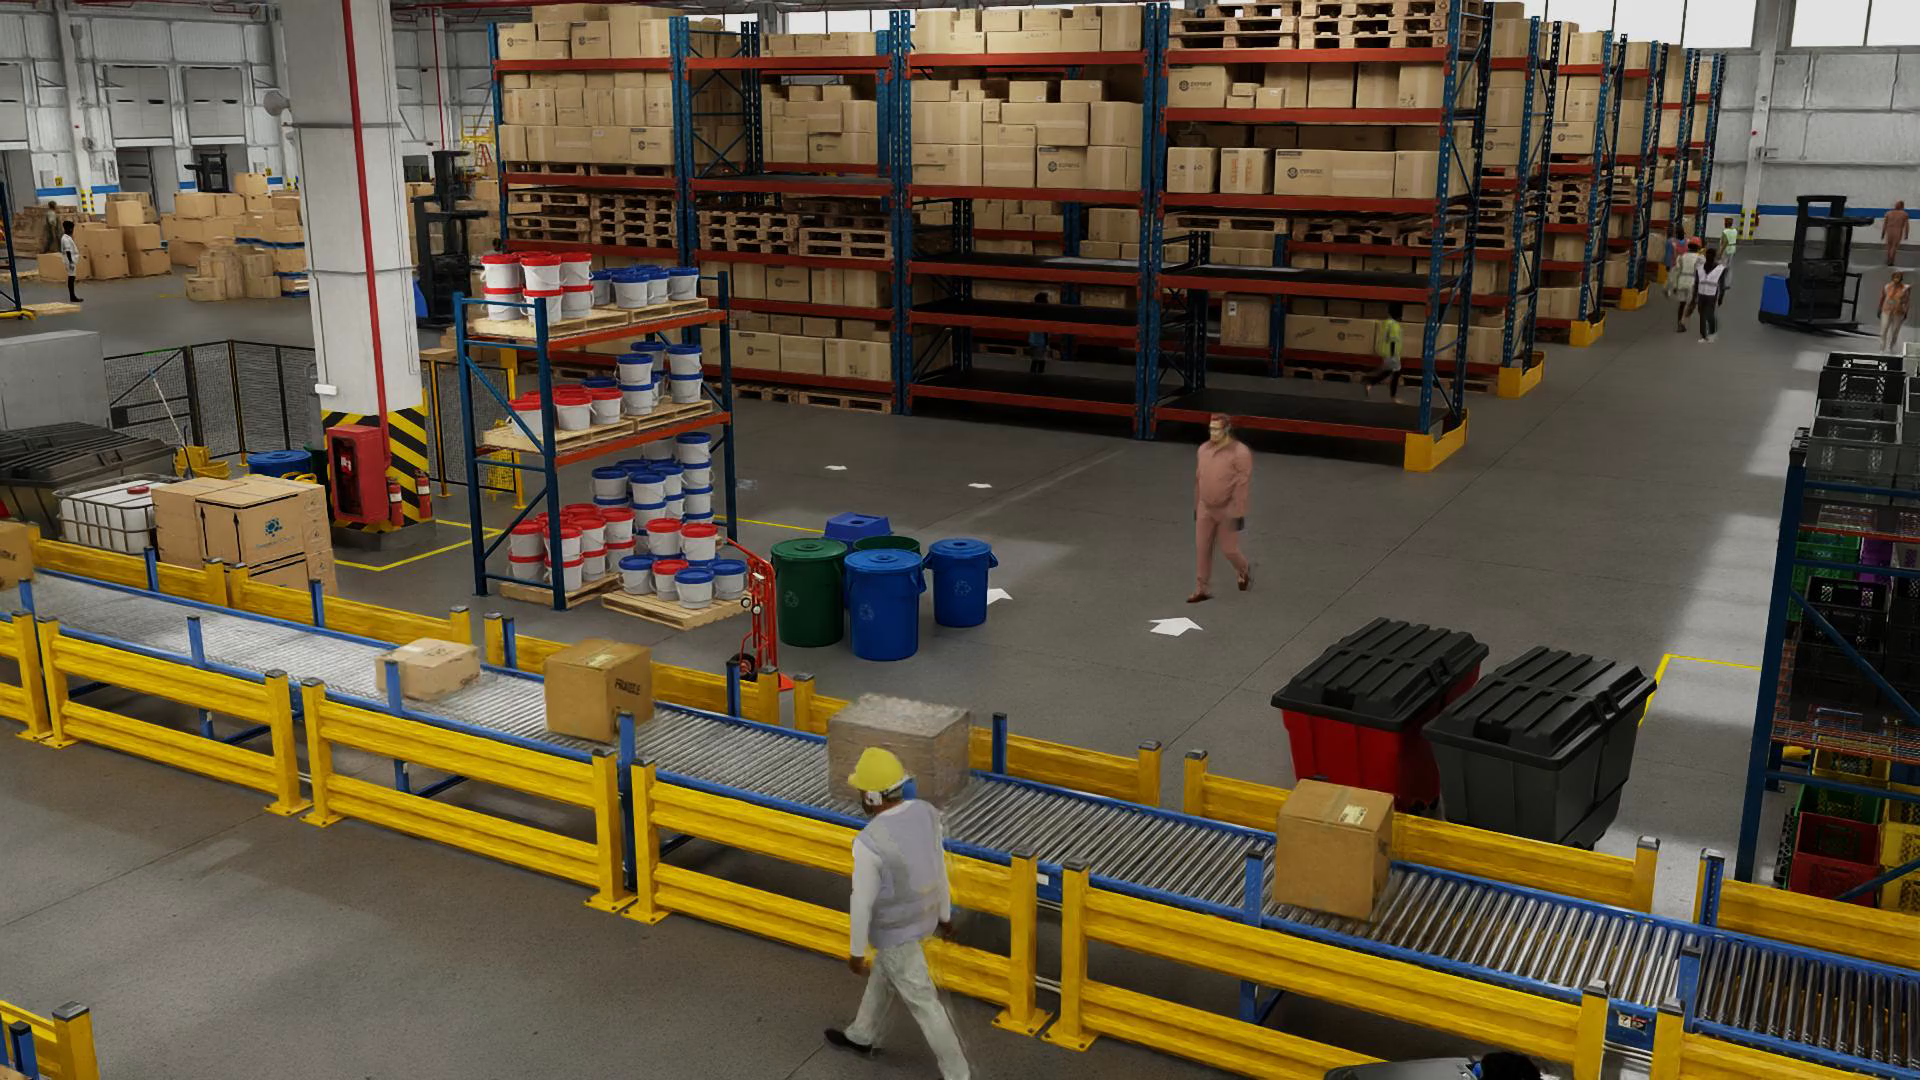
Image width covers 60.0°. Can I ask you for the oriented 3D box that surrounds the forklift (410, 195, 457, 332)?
[{"bbox_3d":[-11.056,-5.871,35.172,1.873,2.768,1.129,8,17,28],"label":"forklift"}]

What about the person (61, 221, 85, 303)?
[{"bbox_3d":[-21.404,-6.699,40.048,0.380,1.959,0.603,-8,17,-27],"label":"person"}]

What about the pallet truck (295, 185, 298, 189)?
[{"bbox_3d":[-26.804,-14.617,69.738,1.885,1.965,0.823,-14,20,-42],"label":"pallet truck"}]

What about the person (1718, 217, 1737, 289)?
[{"bbox_3d":[19.704,-7.352,42.718,0.571,1.843,0.373,-11,18,-35],"label":"person"}]

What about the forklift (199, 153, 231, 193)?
[{"bbox_3d":[-27.440,-12.865,61.464,1.873,2.768,1.129,8,17,28],"label":"forklift"}]

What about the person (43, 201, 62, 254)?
[{"bbox_3d":[-27.353,-9.321,50.226,0.960,1.798,0.526,-13,20,-41],"label":"person"}]

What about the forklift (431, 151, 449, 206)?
[{"bbox_3d":[-20.054,-13.651,64.417,1.873,2.768,1.129,0,15,0],"label":"forklift"}]

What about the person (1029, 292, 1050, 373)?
[{"bbox_3d":[1.329,-3.263,27.631,0.319,1.695,0.538,-7,16,-25],"label":"person"}]

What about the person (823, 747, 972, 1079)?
[{"bbox_3d":[-0.284,1.876,8.175,0.987,1.776,0.603,9,17,30],"label":"person"}]

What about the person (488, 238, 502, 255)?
[{"bbox_3d":[-10.145,-5.759,36.774,0.527,1.819,0.931,14,20,42],"label":"person"}]

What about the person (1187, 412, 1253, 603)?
[{"bbox_3d":[2.555,-0.324,16.222,0.663,1.886,0.663,13,20,41],"label":"person"}]

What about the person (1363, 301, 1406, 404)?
[{"bbox_3d":[6.865,-3.007,26.699,0.606,1.674,0.538,0,15,1],"label":"person"}]

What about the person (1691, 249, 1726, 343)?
[{"bbox_3d":[14.993,-4.888,33.357,0.453,1.900,0.587,-12,19,-38],"label":"person"}]

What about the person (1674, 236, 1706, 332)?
[{"bbox_3d":[15.273,-5.342,34.825,0.643,2.019,0.537,14,20,41],"label":"person"}]

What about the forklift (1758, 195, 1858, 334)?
[{"bbox_3d":[18.057,-5.879,35.202,1.129,2.768,1.873,-2,15,-8],"label":"forklift"}]

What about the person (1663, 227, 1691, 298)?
[{"bbox_3d":[17.382,-6.696,40.322,0.641,1.816,0.738,0,15,-2],"label":"person"}]

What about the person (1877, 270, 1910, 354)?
[{"bbox_3d":[17.957,-4.390,32.019,0.523,1.615,0.635,9,17,30],"label":"person"}]

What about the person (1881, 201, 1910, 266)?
[{"bbox_3d":[27.592,-9.027,48.962,0.883,1.871,0.685,-12,19,-39],"label":"person"}]

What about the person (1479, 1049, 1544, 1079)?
[{"bbox_3d":[1.965,2.558,5.815,0.800,1.666,0.537,3,15,12],"label":"person"}]
